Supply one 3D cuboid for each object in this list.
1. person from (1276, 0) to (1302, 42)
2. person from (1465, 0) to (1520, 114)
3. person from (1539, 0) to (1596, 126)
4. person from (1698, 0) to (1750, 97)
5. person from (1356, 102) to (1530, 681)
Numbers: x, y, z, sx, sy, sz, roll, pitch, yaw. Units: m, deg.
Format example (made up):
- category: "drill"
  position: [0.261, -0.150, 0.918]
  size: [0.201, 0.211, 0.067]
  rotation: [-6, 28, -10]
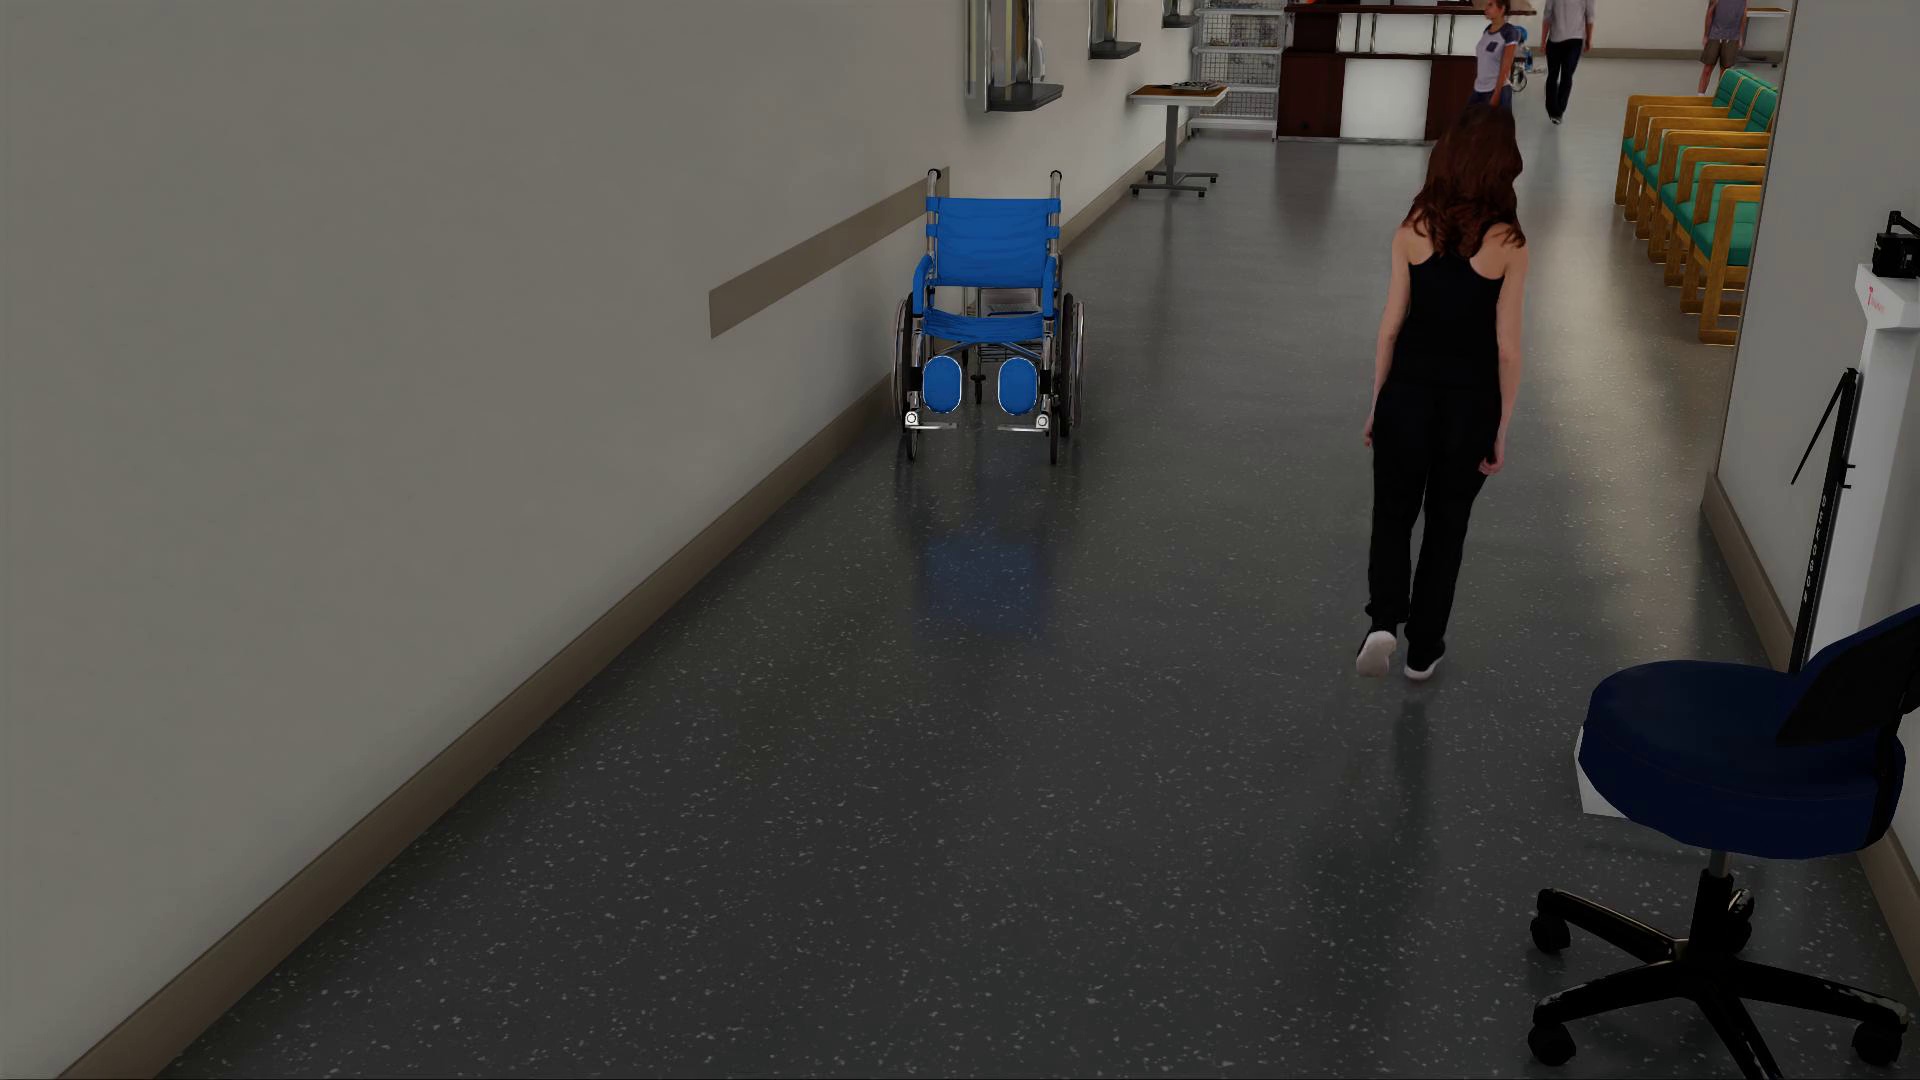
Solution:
- category: "person"
  position: [5.727, -9.417, 28.605]
  size: [1.137, 1.808, 0.944]
  rotation: [13, 24, 31]
- category: "person"
  position: [4.467, -3.685, 13.769]
  size: [0.973, 1.598, 0.860]
  rotation: [-7, 22, -19]
- category: "person"
  position: [6.502, -5.343, 17.867]
  size: [1.180, 1.796, 0.859]
  rotation: [8, 22, 21]
- category: "person"
  position: [9.179, -6.071, 20.003]
  size: [0.526, 1.837, 0.718]
  rotation: [3, 21, 9]
- category: "person"
  position: [1.351, -0.344, 4.764]
  size: [0.853, 1.728, 0.729]
  rotation: [9, 23, 23]
